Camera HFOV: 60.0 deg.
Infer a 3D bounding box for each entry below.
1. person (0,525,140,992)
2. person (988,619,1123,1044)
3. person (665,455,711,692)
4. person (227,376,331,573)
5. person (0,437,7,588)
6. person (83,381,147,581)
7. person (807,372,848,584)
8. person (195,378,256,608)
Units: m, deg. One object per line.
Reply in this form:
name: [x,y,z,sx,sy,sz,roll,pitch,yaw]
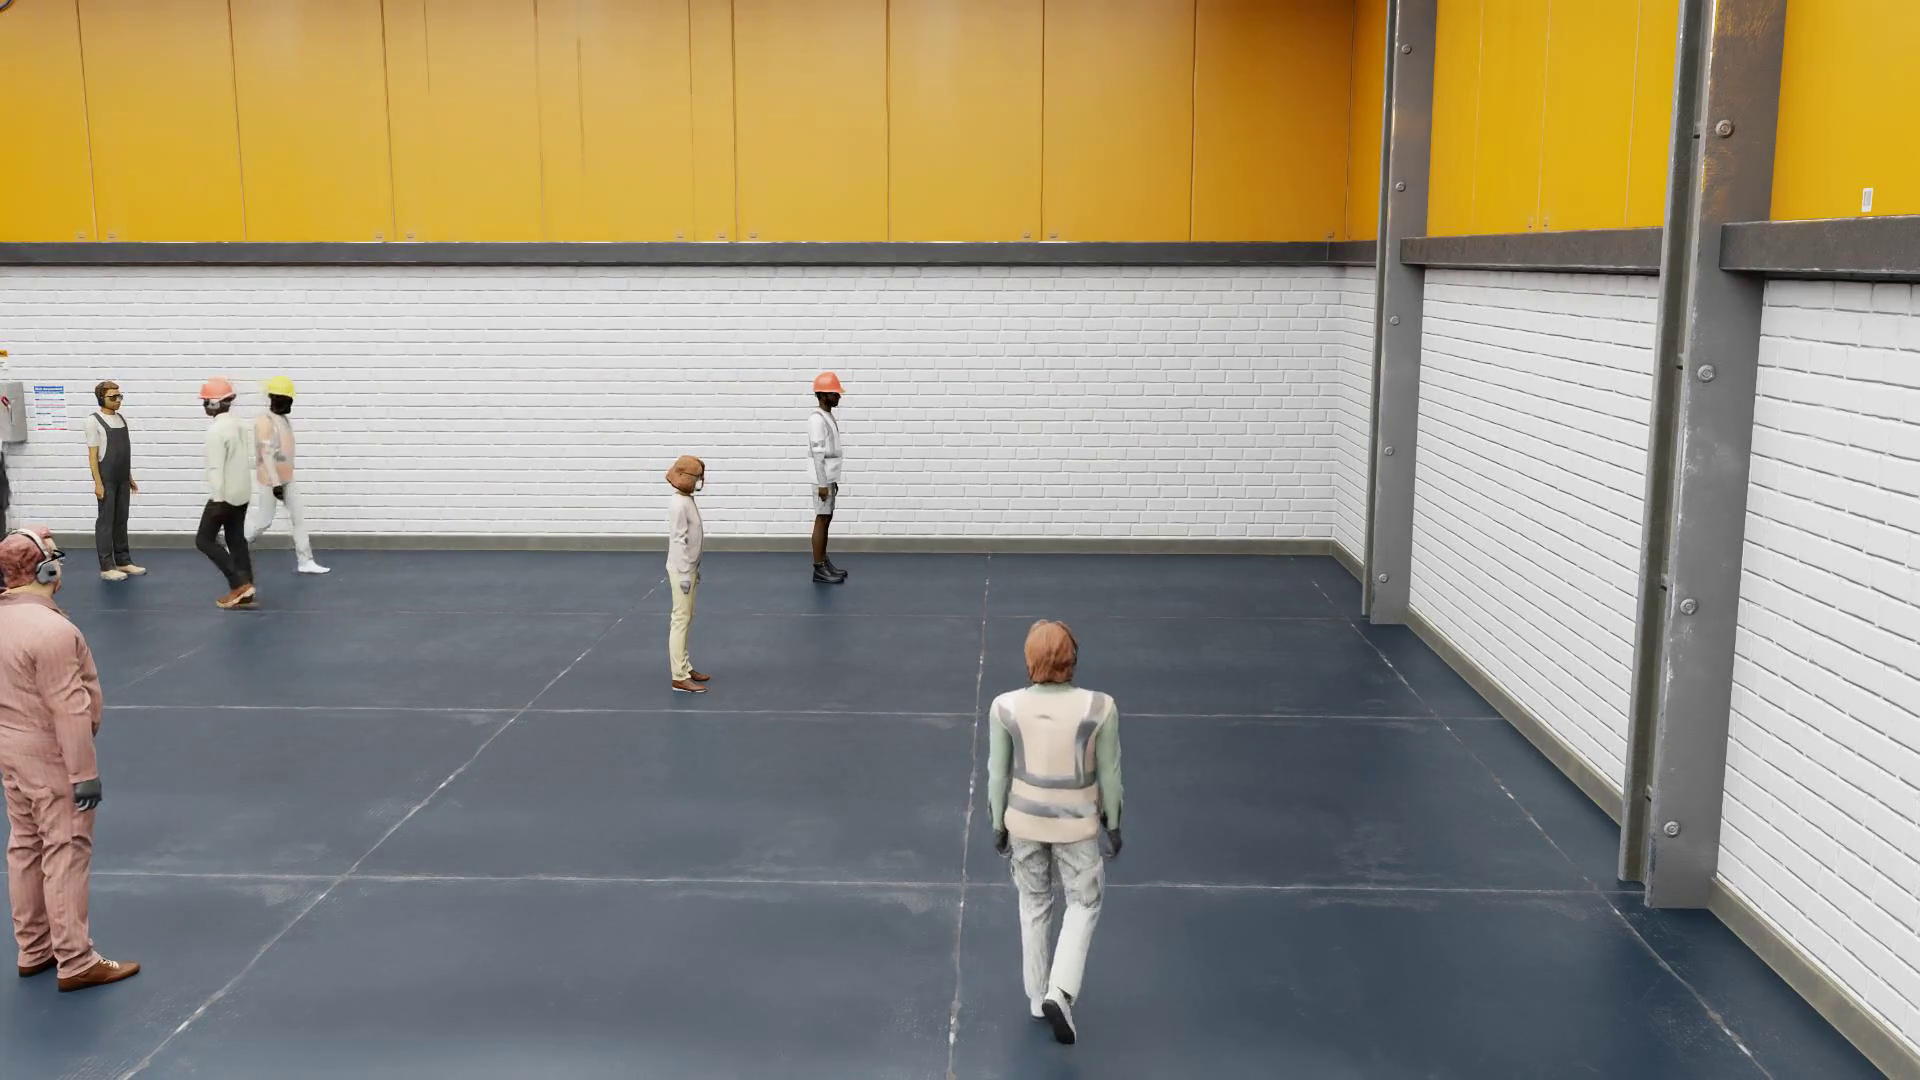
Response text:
person: [-3.716,0.889,6.814,0.651,1.913,0.409,6,12,33]
person: [0.346,1.115,6.336,0.525,1.617,0.553,3,10,14]
person: [-1.888,0.224,11.520,0.278,1.633,0.498,0,10,-2]
person: [-6.477,-0.602,15.622,0.913,1.888,0.577,1,10,7]
person: [-8.108,-0.310,13.456,1.014,2.000,0.693,2,10,10]
person: [-7.863,-0.555,15.458,0.346,1.847,0.505,2,10,9]
person: [-1.216,-0.575,15.307,0.361,1.938,0.545,1,10,4]
person: [-6.215,-0.383,14.062,0.447,1.973,0.644,0,10,0]
